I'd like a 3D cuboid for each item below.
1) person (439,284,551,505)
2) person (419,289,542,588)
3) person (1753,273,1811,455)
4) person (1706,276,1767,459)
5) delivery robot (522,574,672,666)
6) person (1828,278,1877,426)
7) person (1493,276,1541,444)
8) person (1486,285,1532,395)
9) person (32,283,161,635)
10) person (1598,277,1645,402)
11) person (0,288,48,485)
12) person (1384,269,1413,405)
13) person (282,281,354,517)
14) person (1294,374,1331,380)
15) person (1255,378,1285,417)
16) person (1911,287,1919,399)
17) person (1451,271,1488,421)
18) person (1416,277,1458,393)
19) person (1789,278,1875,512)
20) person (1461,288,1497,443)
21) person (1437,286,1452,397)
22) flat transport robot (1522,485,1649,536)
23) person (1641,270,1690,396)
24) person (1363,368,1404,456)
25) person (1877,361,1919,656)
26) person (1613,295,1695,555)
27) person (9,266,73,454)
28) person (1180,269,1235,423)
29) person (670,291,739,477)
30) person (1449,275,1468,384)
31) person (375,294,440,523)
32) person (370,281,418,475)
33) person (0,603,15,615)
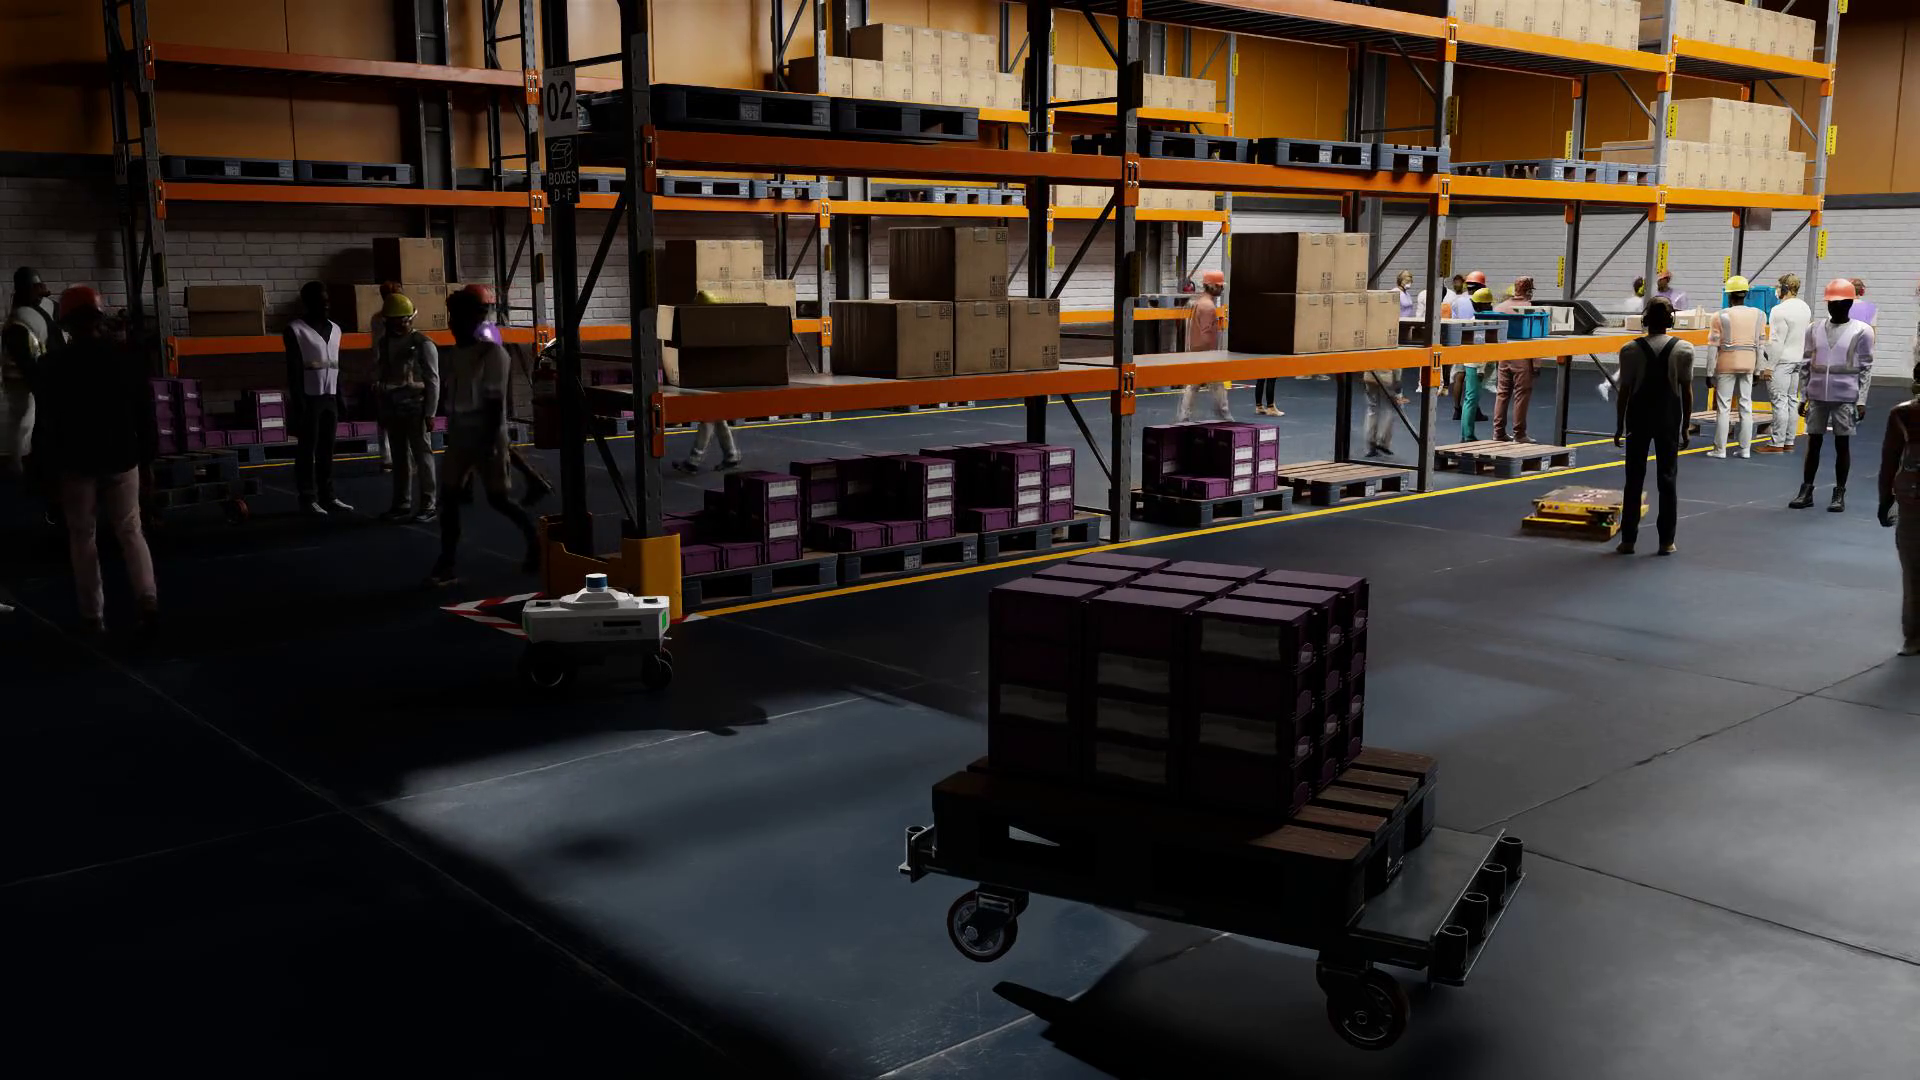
[{"bbox_3d":[-3.966,-1.223,14.130,0.957,1.891,0.584,0,10,-3],"label":"person"},{"bbox_3d":[-3.107,-0.669,10.835,0.596,1.926,0.904,6,11,29],"label":"person"},{"bbox_3d":[8.825,-1.877,17.827,0.630,1.940,0.372,-8,12,-38],"label":"person"},{"bbox_3d":[8.119,-1.802,17.463,0.589,1.922,0.389,0,10,0],"label":"person"},{"bbox_3d":[-1.785,0.410,8.210,0.707,0.478,0.477,-2,10,-9],"label":"delivery robot"},{"bbox_3d":[11.169,-2.351,20.874,0.570,1.843,0.372,2,10,9],"label":"person"},{"bbox_3d":[6.369,-2.044,18.945,0.402,1.900,0.636,-7,12,-35],"label":"person"},{"bbox_3d":[8.455,-3.079,25.588,0.494,1.693,0.921,-6,12,-33],"label":"person"},{"bbox_3d":[-4.800,-0.432,9.292,0.623,1.996,0.583,-8,13,-41],"label":"person"},{"bbox_3d":[9.699,-2.888,24.086,0.875,1.833,0.505,-2,10,-10],"label":"person"},{"bbox_3d":[-8.596,-1.420,15.495,0.547,1.836,0.643,-3,10,-15],"label":"person"},{"bbox_3d":[6.289,-2.899,23.830,0.371,1.933,0.627,6,11,32],"label":"person"},{"bbox_3d":[-5.303,-1.164,13.711,0.395,1.920,0.587,4,10,20],"label":"person"},{"bbox_3d":[6.143,-3.705,28.516,0.767,1.956,0.373,3,10,16],"label":"person"},{"bbox_3d":[4.112,-2.485,22.098,0.318,1.697,0.533,-4,11,-24],"label":"person"},{"bbox_3d":[9.194,-1.542,15.732,0.437,1.988,0.678,8,13,39],"label":"person"},{"bbox_3d":[6.610,-2.496,21.484,0.373,1.929,0.542,-8,13,-40],"label":"person"},{"bbox_3d":[7.373,-3.214,25.798,0.651,1.896,0.402,0,10,-1],"label":"person"},{"bbox_3d":[7.268,-1.199,13.858,0.373,1.939,0.545,-9,13,-43],"label":"person"},{"bbox_3d":[5.786,-1.917,18.565,0.315,1.769,0.524,2,10,11],"label":"person"},{"bbox_3d":[7.227,-3.002,25.111,0.540,1.698,0.317,-6,12,-33],"label":"person"},{"bbox_3d":[4.971,-0.248,13.165,0.652,0.197,1.431,6,11,32],"label":"flat transport robot"},{"bbox_3d":[9.845,-2.825,23.227,0.658,1.996,0.634,7,12,34],"label":"person"},{"bbox_3d":[4.479,-1.685,17.623,0.383,1.621,0.537,-8,12,-39],"label":"person"},{"bbox_3d":[5.118,-0.174,8.762,0.539,1.622,0.381,9,13,44],"label":"person"},{"bbox_3d":[4.929,-0.808,11.841,0.504,1.847,0.344,3,10,19],"label":"person"},{"bbox_3d":[-8.663,-1.549,15.607,0.536,2.000,0.673,3,10,15],"label":"person"},{"bbox_3d":[3.047,-2.231,19.825,0.920,1.951,0.636,0,10,-2],"label":"person"},{"bbox_3d":[-2.506,-1.522,16.204,0.941,1.776,0.606,-9,13,-44],"label":"person"},{"bbox_3d":[8.343,-3.534,27.907,0.537,1.823,0.989,7,12,37],"label":"person"},{"bbox_3d":[-4.422,-1.043,13.266,0.593,1.828,0.403,5,11,27],"label":"person"},{"bbox_3d":[-5.537,-1.580,16.245,0.337,1.883,0.584,-9,13,-42],"label":"person"},{"bbox_3d":[-5.862,-0.425,9.536,0.690,1.869,0.740,-1,10,-4],"label":"person"}]
